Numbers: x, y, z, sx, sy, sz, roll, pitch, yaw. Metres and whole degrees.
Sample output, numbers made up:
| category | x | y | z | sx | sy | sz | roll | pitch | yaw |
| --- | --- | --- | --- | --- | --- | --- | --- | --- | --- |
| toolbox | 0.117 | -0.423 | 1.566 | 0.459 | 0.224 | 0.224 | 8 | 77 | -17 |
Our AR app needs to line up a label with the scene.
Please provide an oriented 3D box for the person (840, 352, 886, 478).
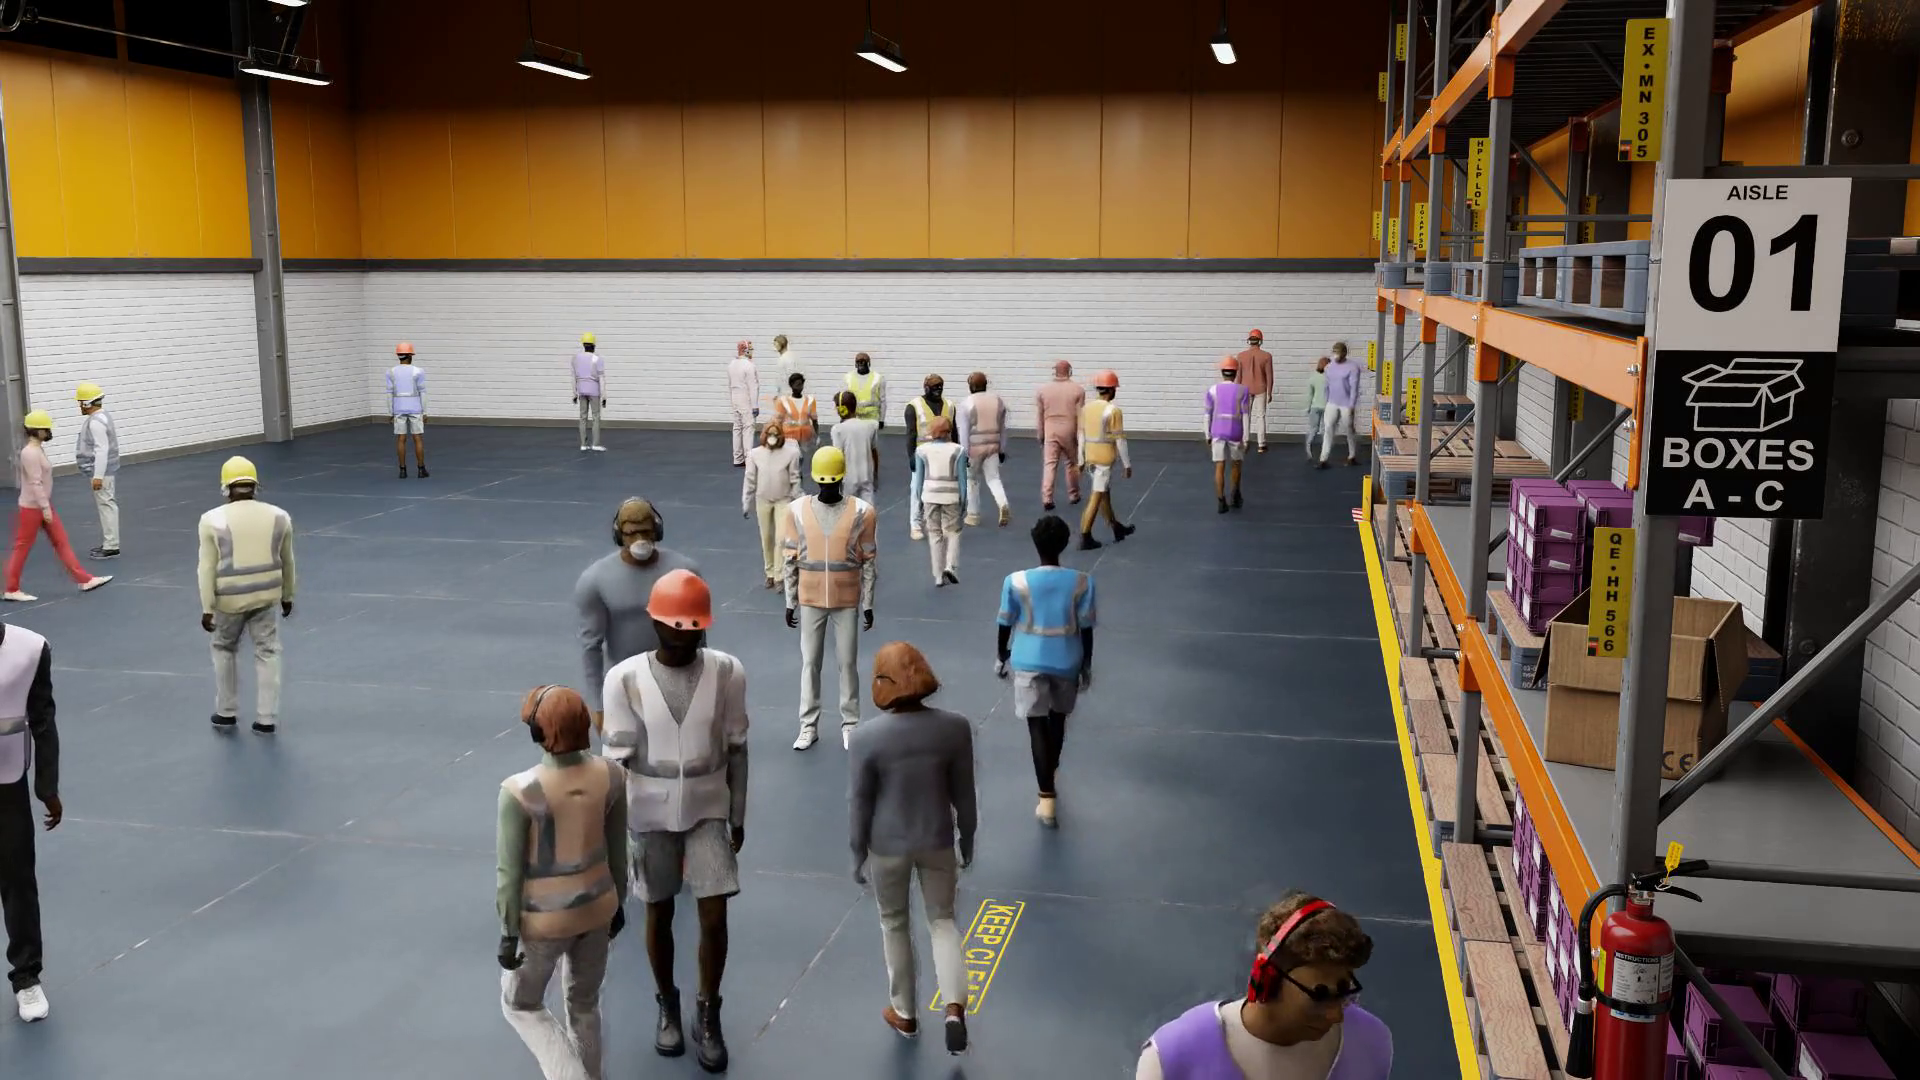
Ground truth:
| category | x | y | z | sx | sy | sz | roll | pitch | yaw |
| --- | --- | --- | --- | --- | --- | --- | --- | --- | --- |
| person | -1.354 | -1.688 | 23.024 | 0.633 | 1.828 | 0.441 | 1 | 10 | 8 |

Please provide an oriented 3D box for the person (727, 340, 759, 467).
| category | x | y | z | sx | sy | sz | roll | pitch | yaw |
| --- | --- | --- | --- | --- | --- | --- | --- | --- | --- |
| person | -3.183 | -2.020 | 24.782 | 0.404 | 1.911 | 0.636 | -8 | 12 | -40 |

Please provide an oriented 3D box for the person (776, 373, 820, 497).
| category | x | y | z | sx | sy | sz | roll | pitch | yaw |
| --- | --- | --- | --- | --- | --- | --- | --- | --- | --- |
| person | -2.090 | -1.327 | 21.381 | 0.536 | 1.649 | 0.900 | -5 | 10 | -26 |

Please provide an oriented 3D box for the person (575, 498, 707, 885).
| category | x | y | z | sx | sy | sz | roll | pitch | yaw |
| --- | --- | --- | --- | --- | --- | --- | --- | --- | --- |
| person | -1.504 | 0.755 | 8.035 | 0.640 | 1.918 | 0.633 | -4 | 10 | -22 |

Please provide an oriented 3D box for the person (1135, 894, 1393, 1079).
| category | x | y | z | sx | sy | sz | roll | pitch | yaw |
| --- | --- | --- | --- | --- | --- | --- | --- | --- | --- |
| person | 0.589 | 1.578 | 3.498 | 0.652 | 1.782 | 0.982 | -2 | 10 | -10 |

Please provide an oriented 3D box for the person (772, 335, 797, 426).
| category | x | y | z | sx | sy | sz | roll | pitch | yaw |
| --- | --- | --- | --- | --- | --- | --- | --- | --- | --- |
| person | -2.851 | -2.305 | 26.466 | 0.772 | 1.908 | 0.661 | -3 | 10 | -17 |

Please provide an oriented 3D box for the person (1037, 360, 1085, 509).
| category | x | y | z | sx | sy | sz | roll | pitch | yaw |
| --- | --- | --- | --- | --- | --- | --- | --- | --- | --- |
| person | 1.262 | -1.318 | 20.764 | 0.654 | 1.851 | 1.012 | 3 | 10 | 17 |

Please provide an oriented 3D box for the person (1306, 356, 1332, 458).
| category | x | y | z | sx | sy | sz | roll | pitch | yaw |
| --- | --- | --- | --- | --- | --- | --- | --- | --- | --- |
| person | 5.595 | -2.035 | 25.769 | 0.504 | 1.616 | 0.629 | 6 | 11 | 32 |

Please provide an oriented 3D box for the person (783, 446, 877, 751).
| category | x | y | z | sx | sy | sz | roll | pitch | yaw |
| --- | --- | --- | --- | --- | --- | --- | --- | --- | --- |
| person | -0.812 | 0.364 | 10.384 | 0.585 | 1.920 | 0.373 | 0 | 9 | 2 |

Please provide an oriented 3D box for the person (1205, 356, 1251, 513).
| category | x | y | z | sx | sy | sz | roll | pitch | yaw |
| --- | --- | --- | --- | --- | --- | --- | --- | --- | --- |
| person | 3.323 | -1.315 | 20.540 | 0.575 | 1.900 | 0.902 | 3 | 10 | 17 |

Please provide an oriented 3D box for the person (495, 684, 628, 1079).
| category | x | y | z | sx | sy | sz | roll | pitch | yaw |
| --- | --- | --- | --- | --- | --- | --- | --- | --- | --- |
| person | -1.344 | 1.291 | 5.668 | 0.406 | 1.623 | 0.526 | 8 | 12 | 40 |

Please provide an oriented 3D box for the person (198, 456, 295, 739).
| category | x | y | z | sx | sy | sz | roll | pitch | yaw |
| --- | --- | --- | --- | --- | --- | --- | --- | --- | --- |
| person | -4.630 | 0.360 | 10.737 | 0.631 | 1.807 | 0.712 | -8 | 13 | -41 |

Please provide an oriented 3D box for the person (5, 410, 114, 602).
| category | x | y | z | sx | sy | sz | roll | pitch | yaw |
| --- | --- | --- | --- | --- | --- | --- | --- | --- | --- |
| person | -8.231 | -0.307 | 15.021 | 0.907 | 1.719 | 0.557 | -3 | 10 | -19 |

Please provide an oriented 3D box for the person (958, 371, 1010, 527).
| category | x | y | z | sx | sy | sz | roll | pitch | yaw |
| --- | --- | --- | --- | --- | --- | --- | --- | --- | --- |
| person | 0.278 | -1.032 | 19.130 | 0.628 | 1.813 | 0.796 | -5 | 11 | -28 |

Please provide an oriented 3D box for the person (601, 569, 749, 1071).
| category | x | y | z | sx | sy | sz | roll | pitch | yaw |
| --- | --- | --- | --- | --- | --- | --- | --- | --- | --- |
| person | -1.056 | 1.054 | 6.246 | 0.566 | 1.911 | 0.637 | -2 | 10 | -13 |

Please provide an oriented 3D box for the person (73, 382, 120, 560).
| category | x | y | z | sx | sy | sz | roll | pitch | yaw |
| --- | --- | --- | --- | --- | --- | --- | --- | --- | --- |
| person | -8.886 | -0.715 | 17.156 | 0.404 | 1.829 | 0.591 | -4 | 10 | -22 |

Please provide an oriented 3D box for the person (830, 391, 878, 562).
| category | x | y | z | sx | sy | sz | roll | pitch | yaw |
| --- | --- | --- | --- | --- | --- | --- | --- | --- | --- |
| person | -1.023 | -0.548 | 16.205 | 0.564 | 1.803 | 0.994 | -4 | 10 | -22 |

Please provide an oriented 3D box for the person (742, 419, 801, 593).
| category | x | y | z | sx | sy | sz | roll | pitch | yaw |
| --- | --- | --- | --- | --- | --- | --- | --- | --- | --- |
| person | -1.747 | -0.307 | 15.359 | 0.536 | 1.600 | 0.746 | 0 | 9 | 1 |

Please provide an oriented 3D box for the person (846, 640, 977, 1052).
| category | x | y | z | sx | sy | sz | roll | pitch | yaw |
| --- | --- | --- | --- | --- | --- | --- | --- | --- | --- |
| person | -0.167 | 1.189 | 6.370 | 0.513 | 1.615 | 0.562 | -3 | 10 | -15 |

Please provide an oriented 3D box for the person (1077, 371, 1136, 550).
| category | x | y | z | sx | sy | sz | roll | pitch | yaw |
| --- | --- | --- | --- | --- | --- | --- | --- | --- | --- |
| person | 1.609 | -0.864 | 17.859 | 0.977 | 1.887 | 0.573 | -7 | 12 | -36 |

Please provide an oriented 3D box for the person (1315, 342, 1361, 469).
| category | x | y | z | sx | sy | sz | roll | pitch | yaw |
| --- | --- | --- | --- | --- | --- | --- | --- | --- | --- |
| person | 5.671 | -2.000 | 24.738 | 0.648 | 1.890 | 1.025 | 8 | 12 | 41 |

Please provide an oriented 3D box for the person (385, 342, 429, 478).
| category | x | y | z | sx | sy | sz | roll | pitch | yaw |
| --- | --- | --- | --- | --- | --- | --- | --- | --- | --- |
| person | -7.837 | -1.835 | 23.598 | 0.543 | 1.932 | 0.376 | -1 | 10 | -9 |

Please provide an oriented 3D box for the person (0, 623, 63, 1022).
| category | x | y | z | sx | sy | sz | roll | pitch | yaw |
| --- | --- | --- | --- | --- | --- | --- | --- | --- | --- |
| person | -3.907 | 0.992 | 6.622 | 0.590 | 1.915 | 0.399 | -4 | 10 | -23 |

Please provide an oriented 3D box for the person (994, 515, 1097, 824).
| category | x | y | z | sx | sy | sz | roll | pitch | yaw |
| --- | --- | --- | --- | --- | --- | --- | --- | --- | --- |
| person | 0.470 | 0.684 | 9.240 | 0.544 | 1.644 | 0.867 | -2 | 10 | -9 |

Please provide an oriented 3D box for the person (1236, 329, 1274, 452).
| category | x | y | z | sx | sy | sz | roll | pitch | yaw |
| --- | --- | --- | --- | --- | --- | --- | --- | --- | --- |
| person | 4.762 | -2.410 | 26.884 | 0.609 | 1.992 | 0.383 | 4 | 10 | 21 |

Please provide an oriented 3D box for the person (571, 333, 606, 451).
| category | x | y | z | sx | sy | sz | roll | pitch | yaw |
| --- | --- | --- | --- | --- | --- | --- | --- | --- | --- |
| person | -6.048 | -2.393 | 27.026 | 0.654 | 1.924 | 0.458 | 3 | 10 | 17 |

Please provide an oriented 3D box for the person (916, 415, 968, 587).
| category | x | y | z | sx | sy | sz | roll | pitch | yaw |
| --- | --- | --- | --- | --- | --- | --- | --- | --- | --- |
| person | -0.172 | -0.364 | 15.660 | 0.511 | 1.624 | 0.359 | 2 | 10 | 10 |

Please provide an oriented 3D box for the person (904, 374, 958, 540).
| category | x | y | z | sx | sy | sz | roll | pitch | yaw |
| --- | --- | --- | --- | --- | --- | --- | --- | --- | --- |
| person | -0.303 | -0.915 | 18.382 | 0.626 | 1.836 | 0.431 | -5 | 11 | -26 |
